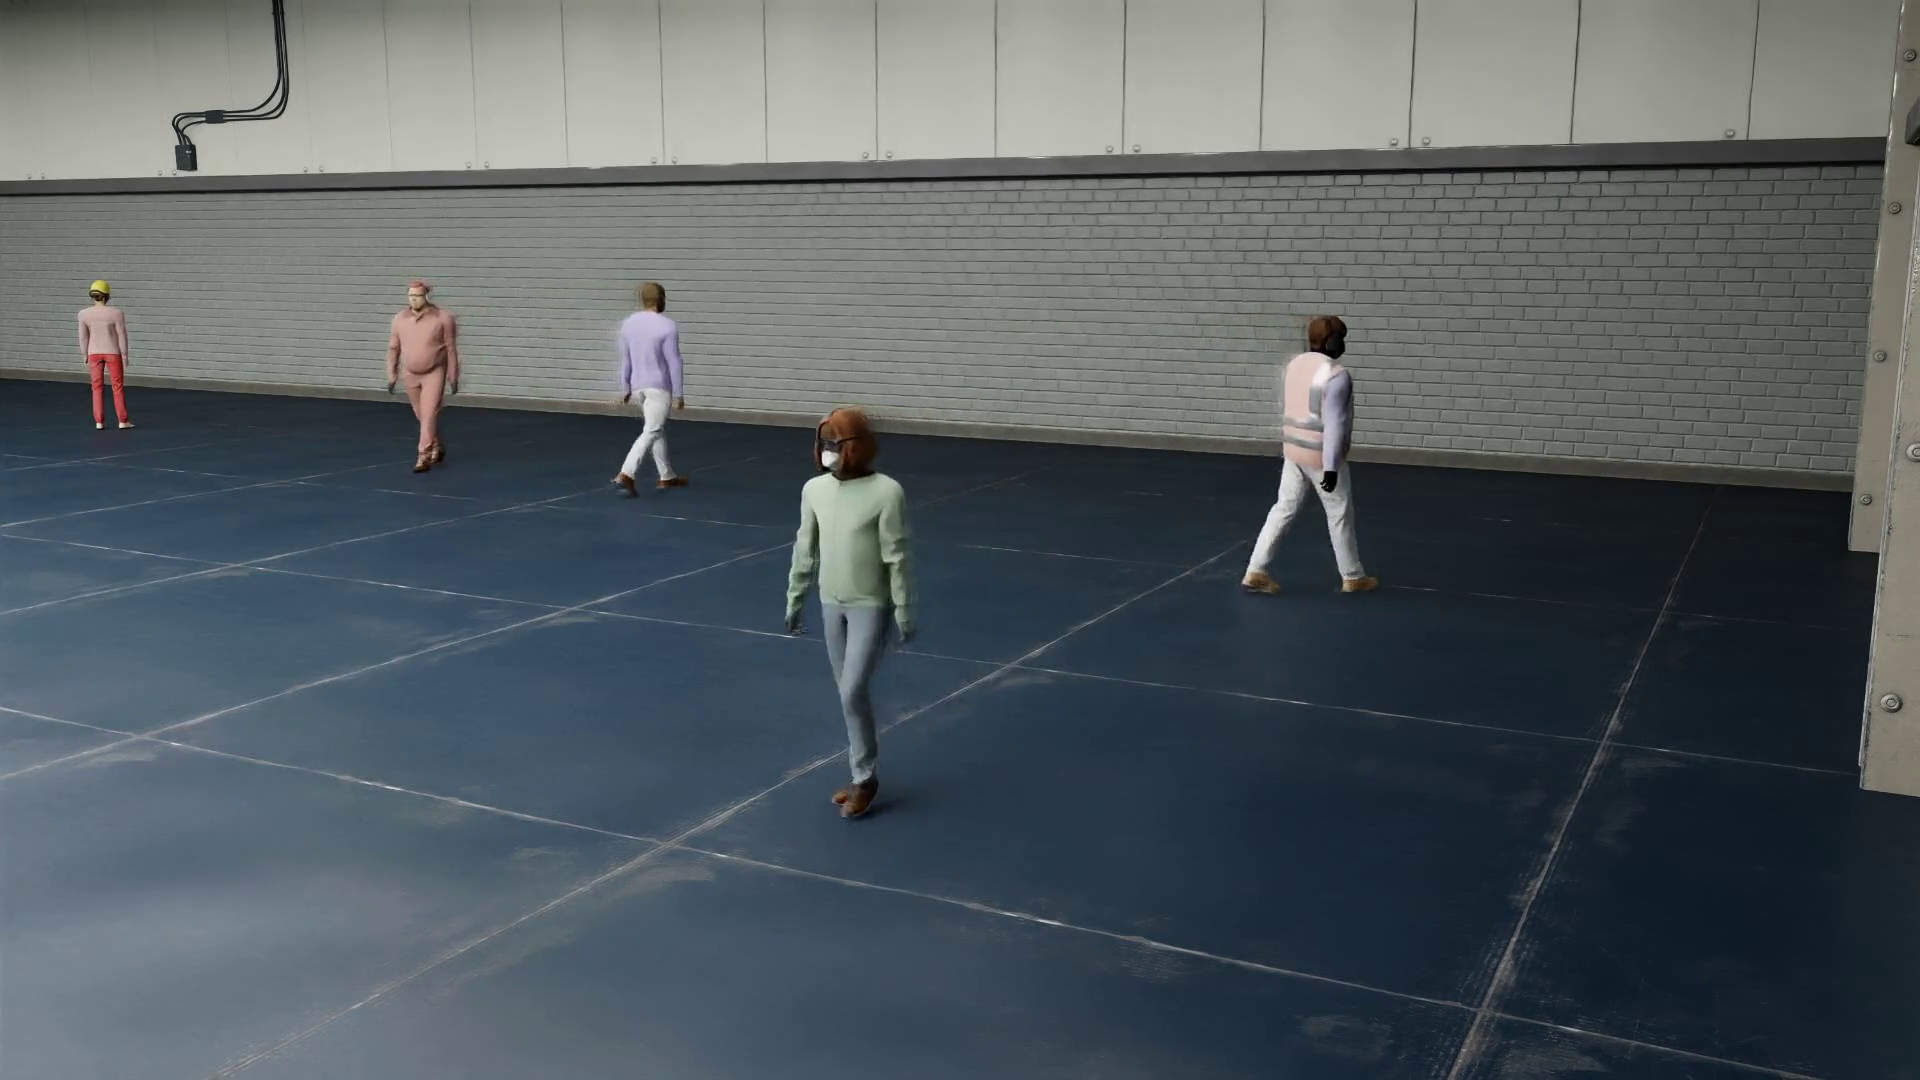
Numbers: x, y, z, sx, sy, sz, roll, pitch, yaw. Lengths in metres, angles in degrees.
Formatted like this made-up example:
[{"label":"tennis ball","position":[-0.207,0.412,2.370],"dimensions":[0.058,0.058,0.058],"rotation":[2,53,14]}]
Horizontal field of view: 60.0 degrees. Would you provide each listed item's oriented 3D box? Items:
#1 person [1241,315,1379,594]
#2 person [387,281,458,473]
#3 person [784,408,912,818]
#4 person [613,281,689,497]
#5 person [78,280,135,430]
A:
[{"label":"person","position":[2.241,-0.530,10.610],"dimensions":[0.953,1.803,0.657],"rotation":[-5,11,-24]},{"label":"person","position":[-5.309,-1.634,16.460],"dimensions":[0.659,1.861,0.995],"rotation":[1,10,5]},{"label":"person","position":[-0.477,0.291,6.598],"dimensions":[0.539,1.615,0.526],"rotation":[8,13,36]},{"label":"person","position":[-2.774,-1.338,14.751],"dimensions":[0.641,1.905,0.964],"rotation":[7,13,35]},{"label":"person","position":[-10.122,-2.182,19.691],"dimensions":[0.526,1.768,0.331],"rotation":[-2,11,-9]}]
